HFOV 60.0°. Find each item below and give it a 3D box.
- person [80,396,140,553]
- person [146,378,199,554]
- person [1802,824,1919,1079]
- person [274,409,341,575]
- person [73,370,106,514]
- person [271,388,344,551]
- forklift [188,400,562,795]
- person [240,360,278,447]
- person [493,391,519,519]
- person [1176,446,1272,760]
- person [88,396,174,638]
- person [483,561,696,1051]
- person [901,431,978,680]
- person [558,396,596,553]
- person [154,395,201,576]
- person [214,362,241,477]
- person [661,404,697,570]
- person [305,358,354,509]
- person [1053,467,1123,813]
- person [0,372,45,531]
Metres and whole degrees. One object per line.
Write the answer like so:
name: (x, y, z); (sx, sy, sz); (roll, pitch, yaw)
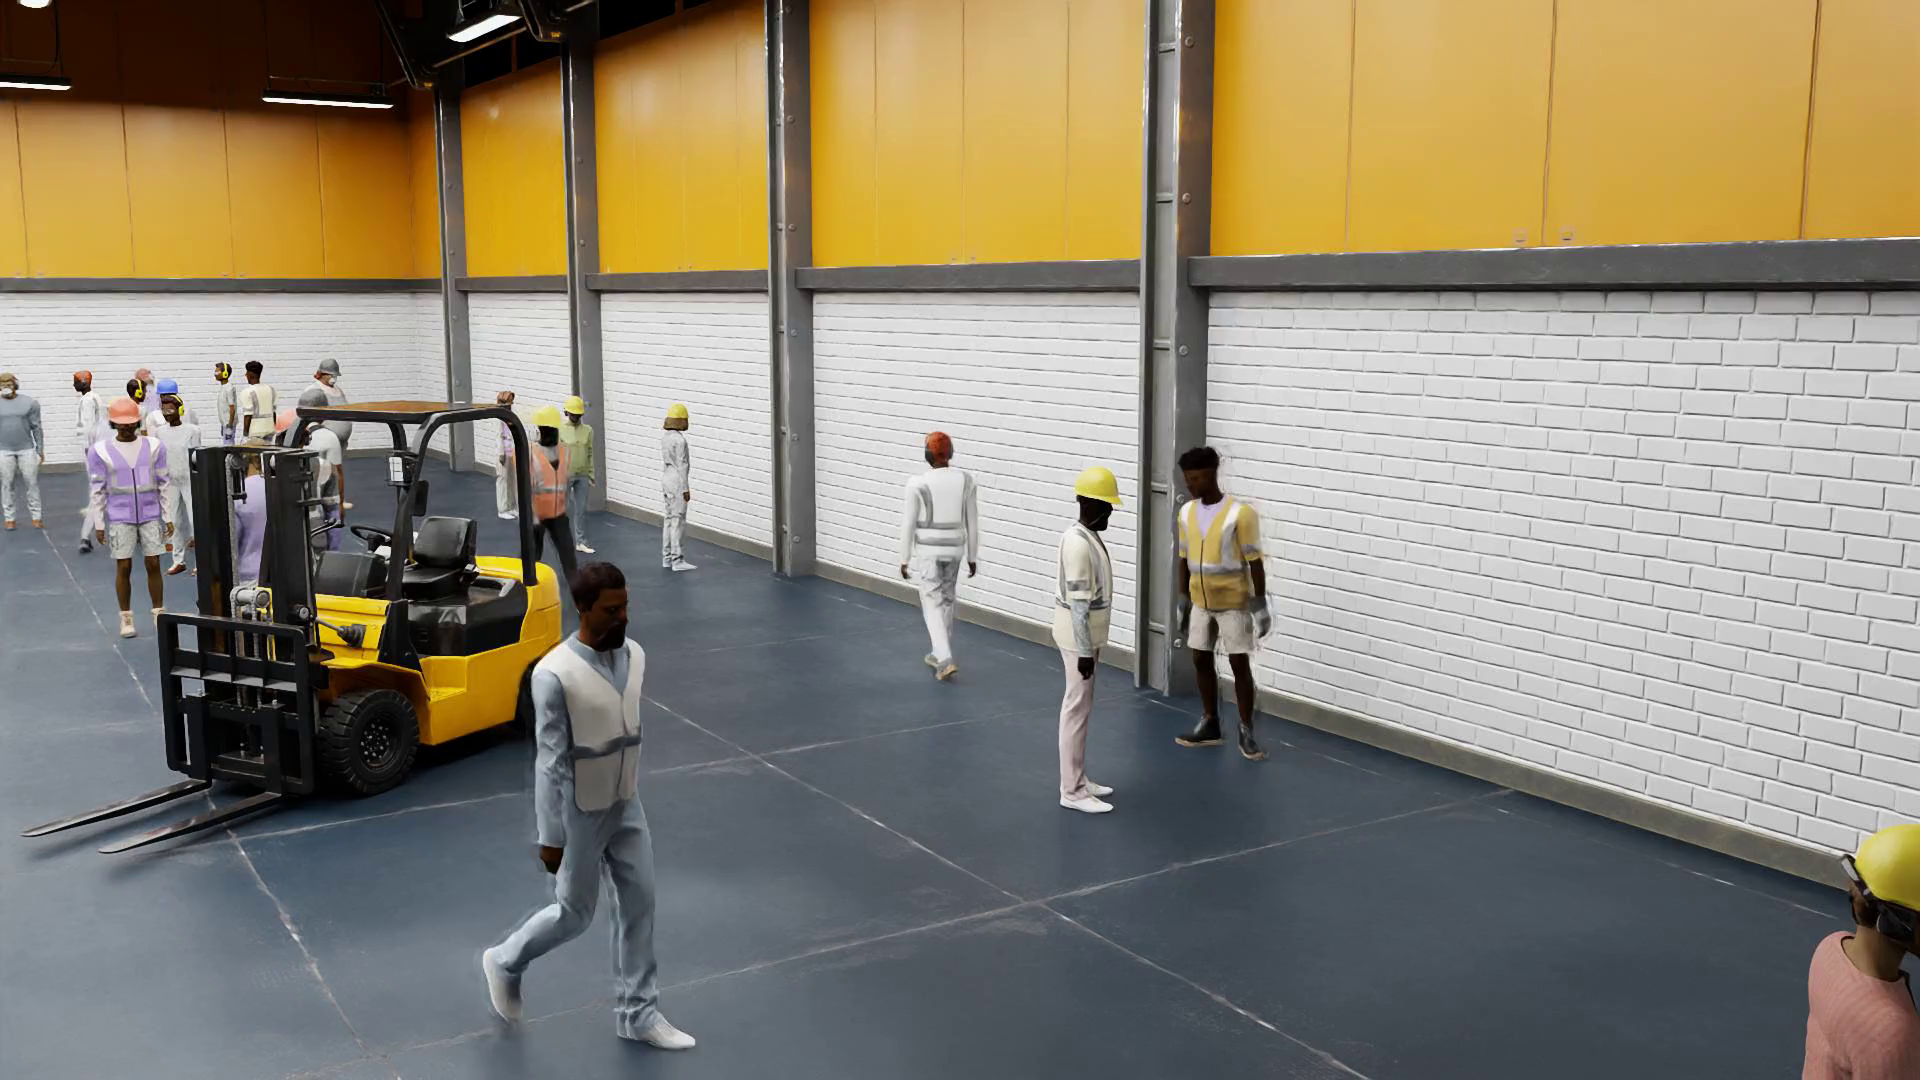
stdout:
person: (-9.525, -0.744, 18.680); (0.607, 1.743, 1.087); (2, 9, 11)
person: (-8.711, -0.818, 18.430); (0.405, 1.945, 0.615); (6, 10, 33)
person: (2.002, 1.469, 3.675); (0.338, 1.756, 0.532); (2, 9, 14)
person: (-4.901, 0.049, 12.326); (0.601, 2.035, 0.417); (-5, 10, -32)
person: (-11.391, -1.283, 21.798); (0.359, 1.880, 0.575); (-3, 9, -18)
person: (-5.931, -0.395, 15.266); (0.688, 2.000, 0.538); (3, 9, 16)
forklift: (-3.529, 0.258, 10.348); (1.214, 2.155, 2.313); (4, 9, 25)
person: (-9.619, -1.479, 22.820); (0.366, 1.967, 0.602); (3, 9, 21)
person: (-5.800, -1.090, 21.297); (0.307, 1.641, 0.513); (1, 9, 7)
person: (1.662, 0.390, 10.380); (0.385, 1.936, 0.769); (-8, 12, -44)
person: (-6.915, -0.190, 13.928); (0.613, 2.033, 0.410); (-6, 11, -37)
person: (-1.441, 1.006, 6.343); (0.822, 1.896, 0.597); (4, 9, 25)
person: (-0.151, 0.107, 12.490); (0.593, 1.871, 0.726); (-3, 9, -22)
person: (-4.236, -0.704, 18.303); (0.524, 1.759, 0.337); (-8, 12, -44)
person: (-7.956, -0.557, 16.977); (0.510, 1.861, 0.324); (1, 8, 4)
person: (-10.775, -1.671, 24.426); (0.328, 1.876, 0.514); (-6, 10, -33)
person: (-2.946, -0.555, 17.388); (0.322, 1.737, 0.488); (-5, 10, -32)
person: (-8.307, -1.396, 22.010); (0.535, 2.000, 0.674); (2, 9, 16)
person: (0.715, 0.548, 9.315); (0.383, 1.921, 0.585); (1, 9, 8)
person: (-11.507, -1.076, 20.250); (0.639, 1.926, 0.367); (-4, 9, -27)
